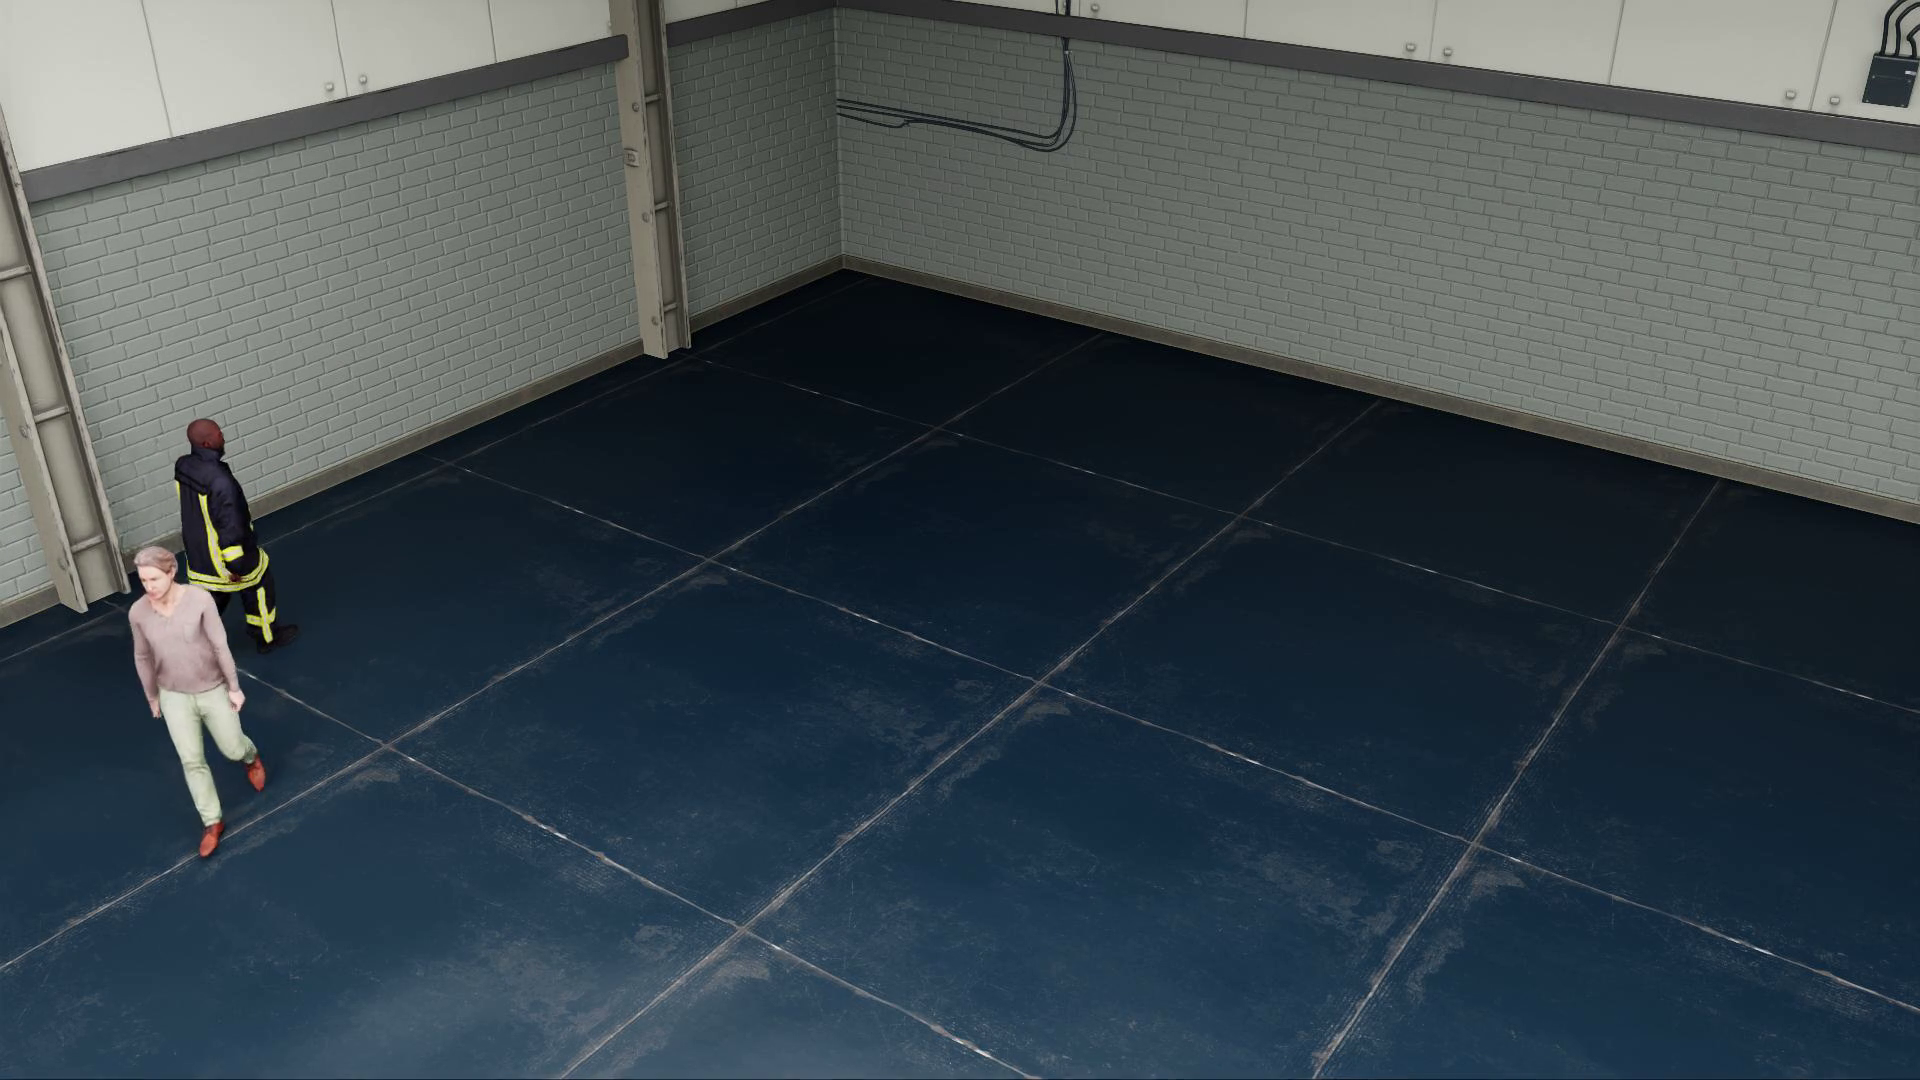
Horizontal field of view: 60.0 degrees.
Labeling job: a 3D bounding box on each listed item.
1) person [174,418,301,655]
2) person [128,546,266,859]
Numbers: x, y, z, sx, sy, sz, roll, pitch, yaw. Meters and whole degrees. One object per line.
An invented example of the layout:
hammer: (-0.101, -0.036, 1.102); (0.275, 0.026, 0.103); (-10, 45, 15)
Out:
person: (-4.951, 0.065, 10.969); (0.753, 1.794, 1.158); (16, 32, 27)
person: (-4.325, 0.831, 9.463); (1.046, 1.859, 1.099); (-5, 28, -10)
